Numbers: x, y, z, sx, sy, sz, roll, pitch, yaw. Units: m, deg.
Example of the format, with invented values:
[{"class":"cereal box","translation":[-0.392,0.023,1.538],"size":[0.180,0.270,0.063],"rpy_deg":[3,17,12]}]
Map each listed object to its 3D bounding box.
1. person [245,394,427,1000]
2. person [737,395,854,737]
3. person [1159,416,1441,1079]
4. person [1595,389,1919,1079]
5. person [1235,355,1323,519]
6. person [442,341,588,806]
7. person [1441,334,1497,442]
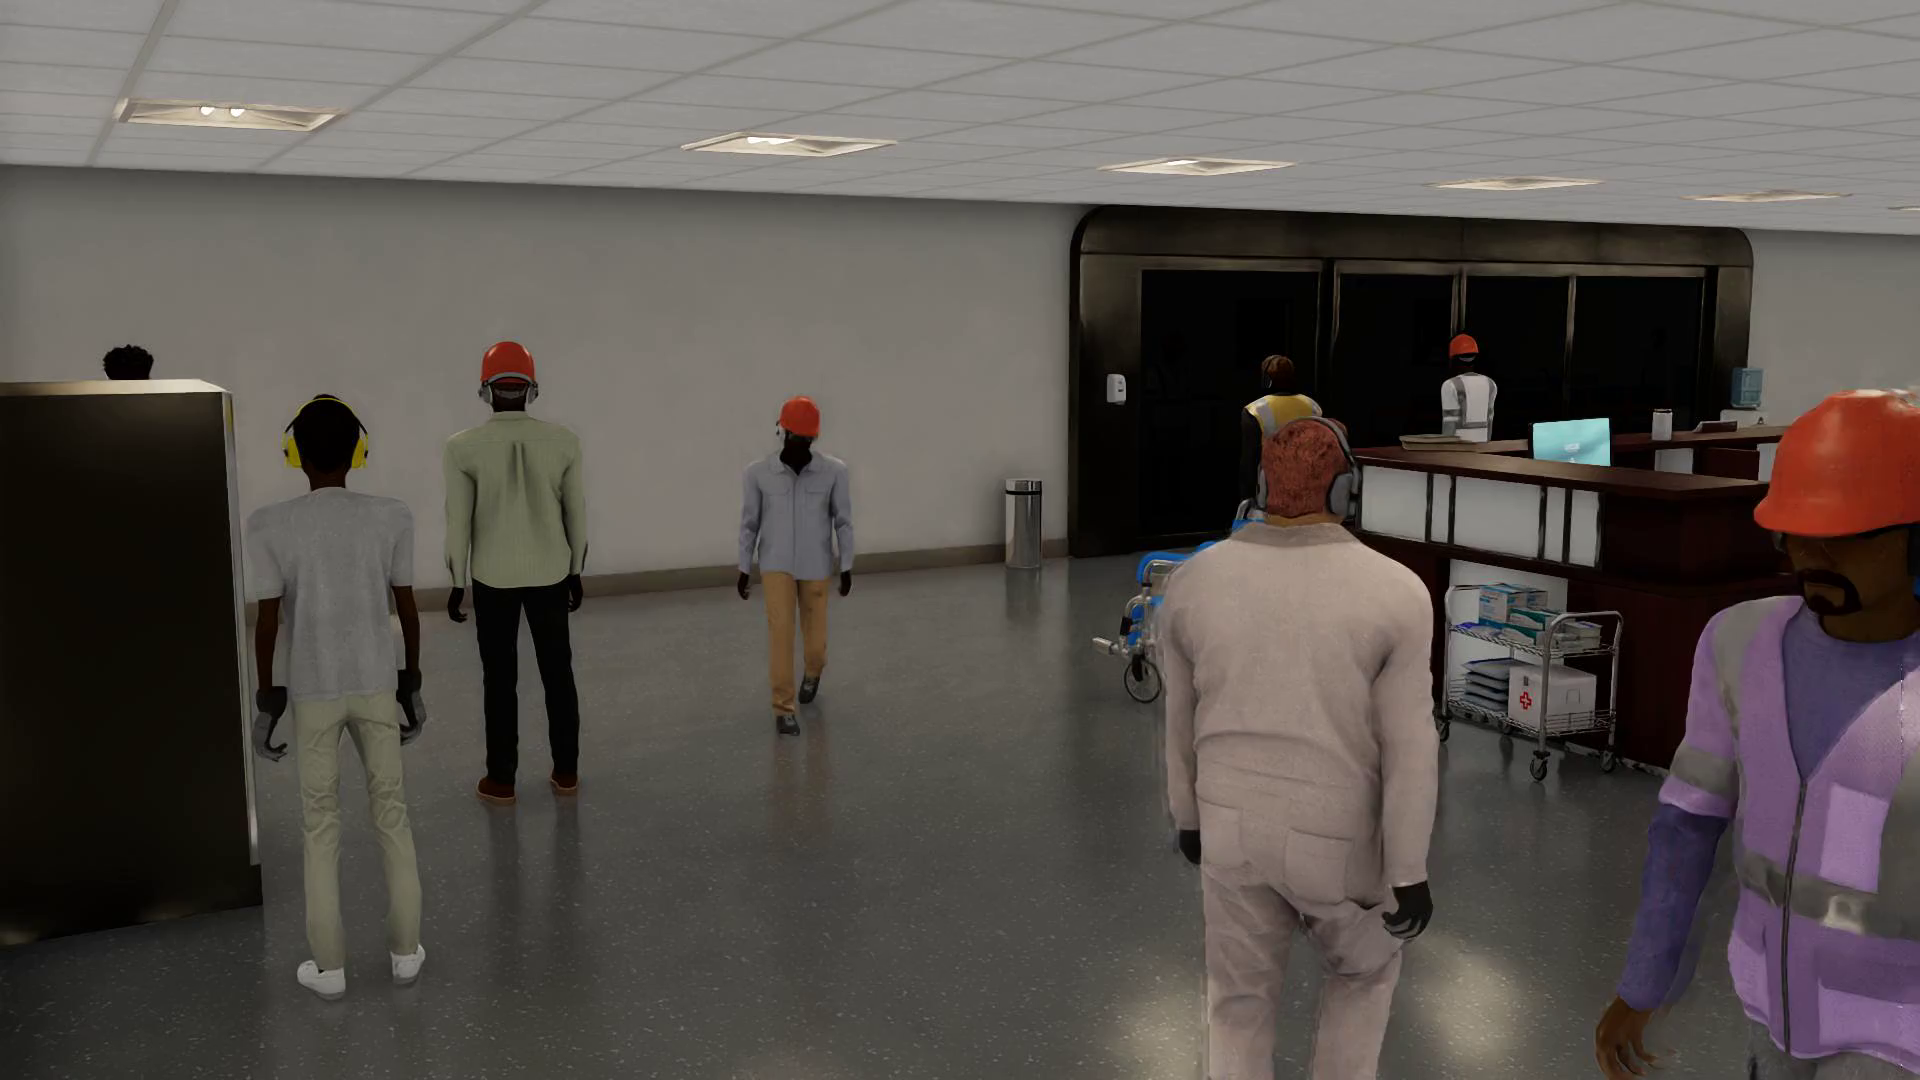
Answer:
[{"class":"person","translation":[-1.931,0.486,5.173],"size":[0.521,1.873,0.334],"rpy_deg":[-4,9,-27]},{"class":"person","translation":[-0.850,0.094,8.605],"size":[0.598,1.712,0.812],"rpy_deg":[-1,8,-9]},{"class":"person","translation":[0.804,0.655,3.865],"size":[0.680,1.884,0.620],"rpy_deg":[5,9,31]},{"class":"person","translation":[1.314,0.773,2.623],"size":[0.929,2.004,0.617],"rpy_deg":[-3,9,-23]},{"class":"person","translation":[2.040,-0.272,10.767],"size":[0.622,1.845,0.430],"rpy_deg":[-4,9,-27]},{"class":"person","translation":[-1.913,0.146,7.183],"size":[0.611,1.996,0.387],"rpy_deg":[-4,9,-27]},{"class":"person","translation":[4.141,-0.723,13.708],"size":[0.544,1.933,0.376],"rpy_deg":[-4,9,-27]}]
